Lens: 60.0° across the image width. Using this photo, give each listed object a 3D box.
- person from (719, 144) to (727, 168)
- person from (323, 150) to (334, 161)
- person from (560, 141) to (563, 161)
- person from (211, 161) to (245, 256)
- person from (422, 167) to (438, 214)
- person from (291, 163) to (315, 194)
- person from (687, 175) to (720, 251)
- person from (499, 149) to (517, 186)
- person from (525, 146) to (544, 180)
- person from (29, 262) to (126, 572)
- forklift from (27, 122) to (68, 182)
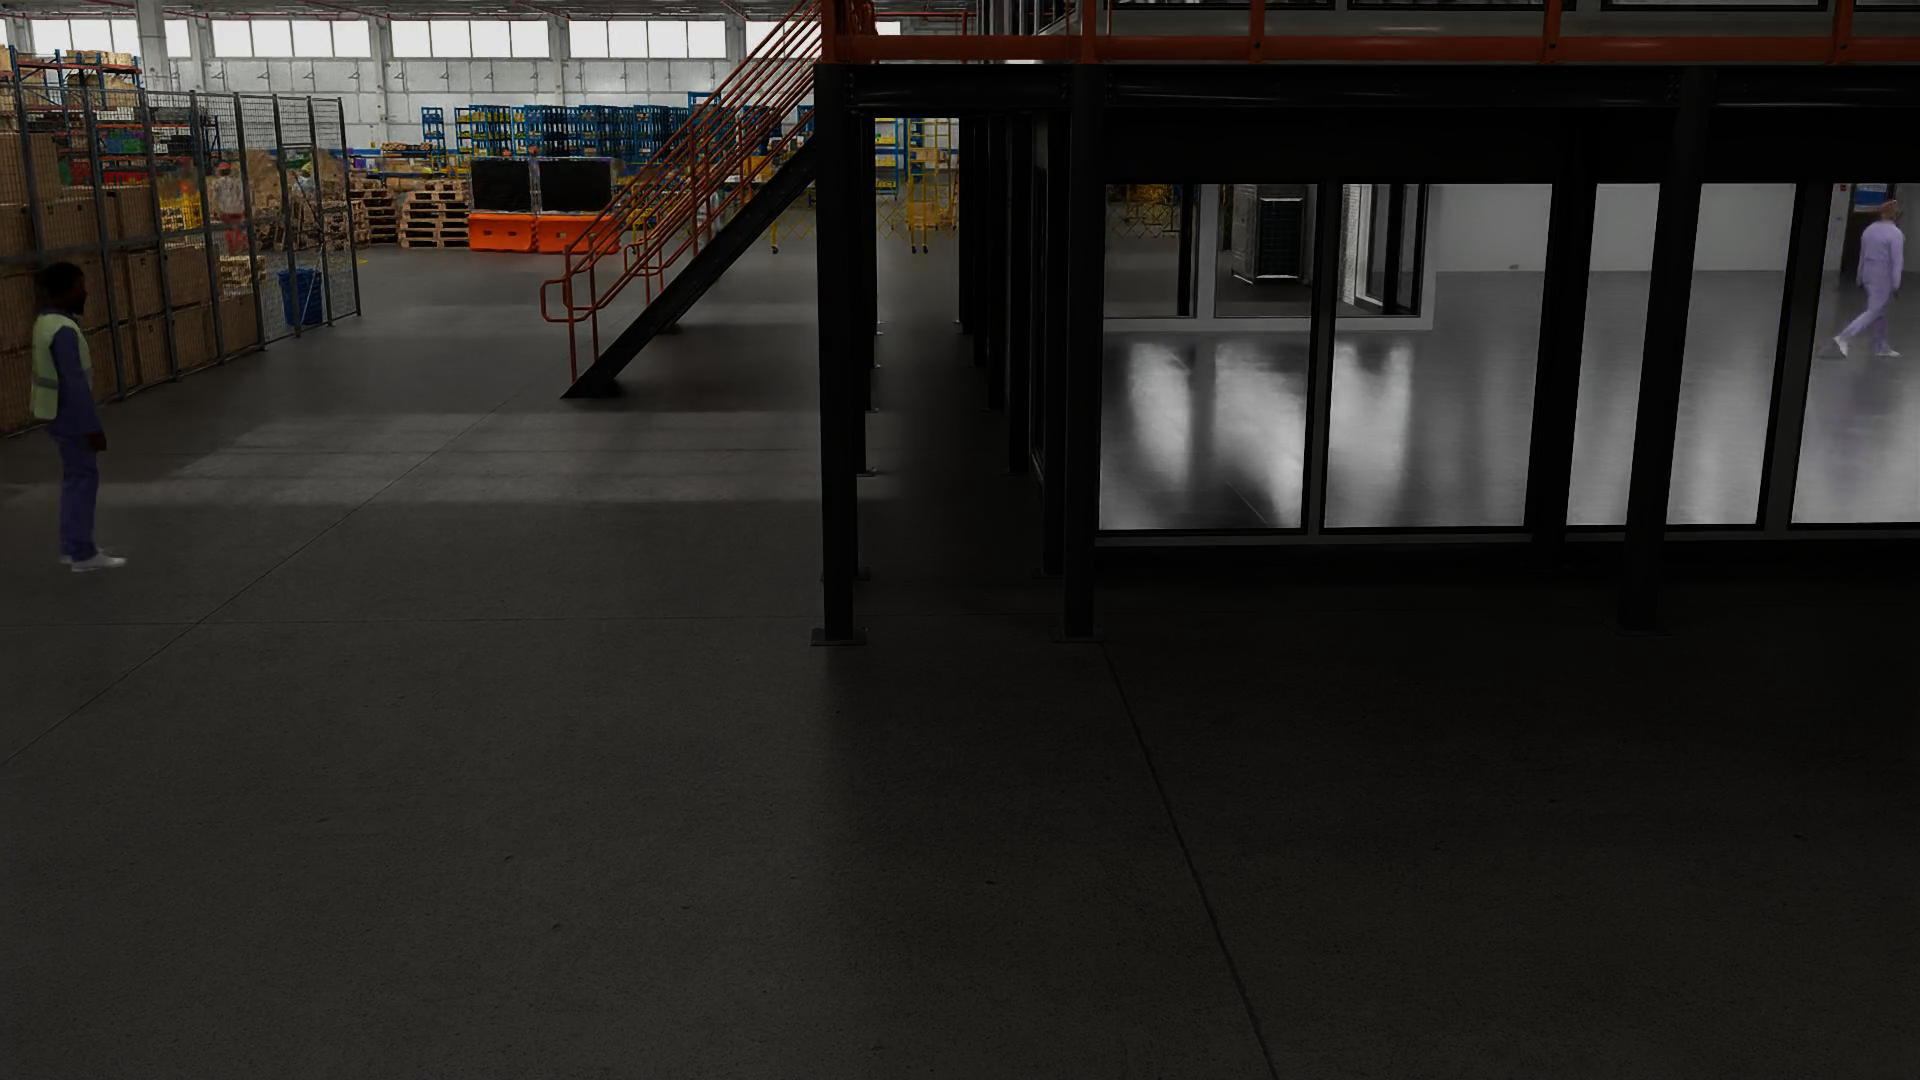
[{"bbox_3d":[-11.319,-17.948,79.212,0.404,1.824,0.586,-5,15,-21],"label":"person"},{"bbox_3d":[-22.173,-12.759,58.432,1.036,1.849,0.653,-14,19,-43],"label":"person"},{"bbox_3d":[-21.756,-20.917,91.038,0.390,1.842,0.564,-3,14,-12],"label":"person"},{"bbox_3d":[-15.164,-6.828,34.440,0.644,1.980,0.518,-11,18,-36],"label":"person"},{"bbox_3d":[-12.779,-8.155,40.291,0.710,1.715,0.502,3,14,11],"label":"person"},{"bbox_3d":[-16.099,-8.344,40.890,0.636,1.791,0.429,-2,14,-7],"label":"person"},{"bbox_3d":[-4.624,-5.630,29.971,0.572,1.836,1.003,-4,15,-17],"label":"person"},{"bbox_3d":[-14.932,-11.937,54.999,0.553,1.922,0.730,-4,15,-17],"label":"person"},{"bbox_3d":[-14.447,-12.306,56.270,0.624,2.009,0.839,2,14,10],"label":"person"},{"bbox_3d":[-5.516,-0.749,10.295,0.393,1.908,0.698,-11,18,-37],"label":"person"},{"bbox_3d":[-35.376,-14.773,64.377,1.129,2.768,1.873,-1,14,-2],"label":"forklift"}]
